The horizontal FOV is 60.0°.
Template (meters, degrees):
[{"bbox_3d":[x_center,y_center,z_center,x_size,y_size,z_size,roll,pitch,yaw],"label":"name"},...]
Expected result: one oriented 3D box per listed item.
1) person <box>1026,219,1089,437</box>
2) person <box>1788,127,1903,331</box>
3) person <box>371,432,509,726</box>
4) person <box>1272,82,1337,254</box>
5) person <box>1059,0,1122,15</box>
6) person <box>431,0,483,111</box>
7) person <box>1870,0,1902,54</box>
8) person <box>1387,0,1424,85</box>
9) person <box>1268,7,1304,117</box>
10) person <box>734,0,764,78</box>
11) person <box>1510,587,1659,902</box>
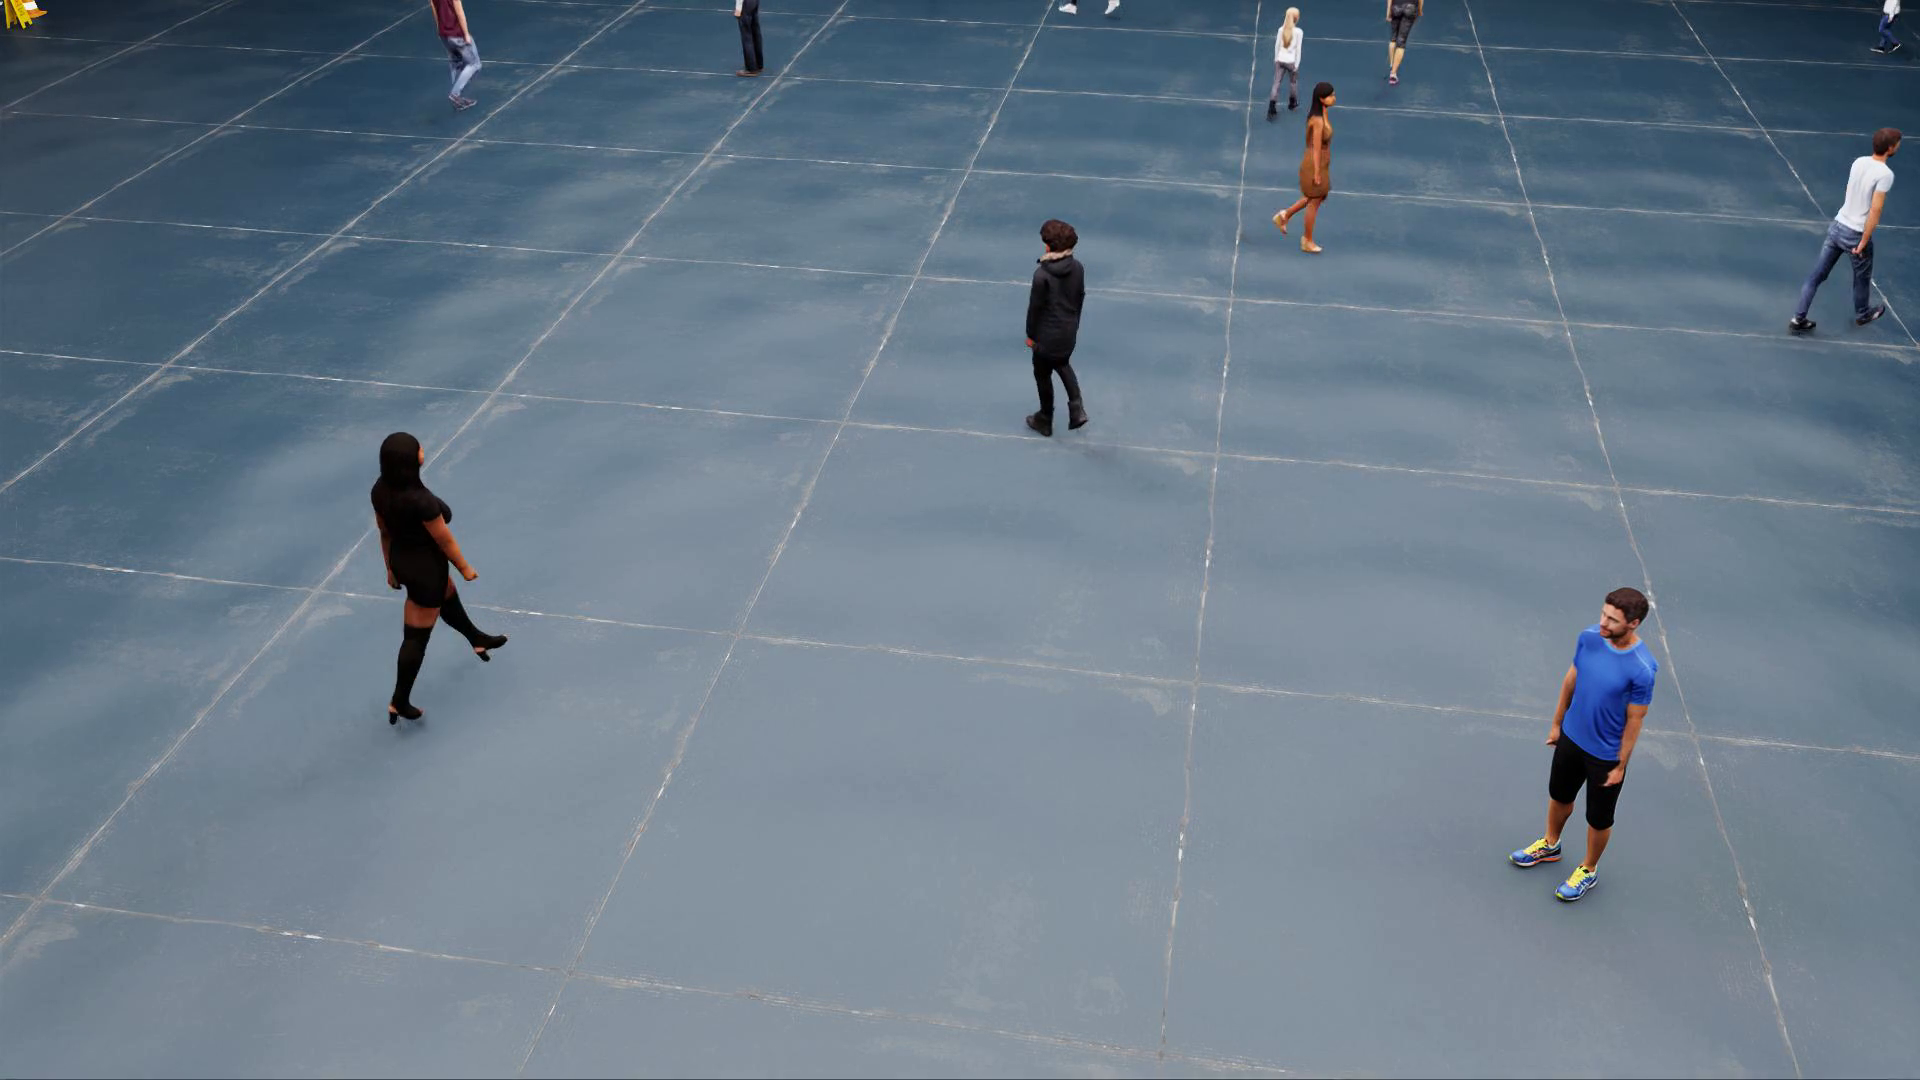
[{"bbox_3d":[0.781,-1.581,12.791,0.873,1.766,0.937,-22,38,-31],"label":"person"},{"bbox_3d":[7.638,-2.638,14.413,1.219,1.824,1.023,-13,34,-19],"label":"person"},{"bbox_3d":[-3.238,0.273,9.826,1.240,1.795,1.085,22,38,31],"label":"person"},{"bbox_3d":[3.350,-3.580,16.045,0.792,1.676,0.634,11,34,17],"label":"person"},{"bbox_3d":[1.872,-8.222,23.366,1.107,1.716,0.575,6,33,10],"label":"person"},{"bbox_3d":[-6.055,-5.988,19.709,0.784,1.839,0.868,19,37,27],"label":"person"},{"bbox_3d":[12.369,-6.974,21.961,0.659,1.103,0.576,22,38,31],"label":"person"},{"bbox_3d":[5.516,-6.556,20.738,0.969,1.701,0.772,13,34,19],"label":"person"},{"bbox_3d":[3.839,-5.625,19.691,0.909,1.244,0.778,18,36,26],"label":"person"},{"bbox_3d":[-2.697,-6.818,21.042,0.626,1.820,0.692,12,34,18],"label":"person"},{"bbox_3d":[3.275,1.029,8.559,0.745,1.868,0.700,-17,36,-25],"label":"person"}]
